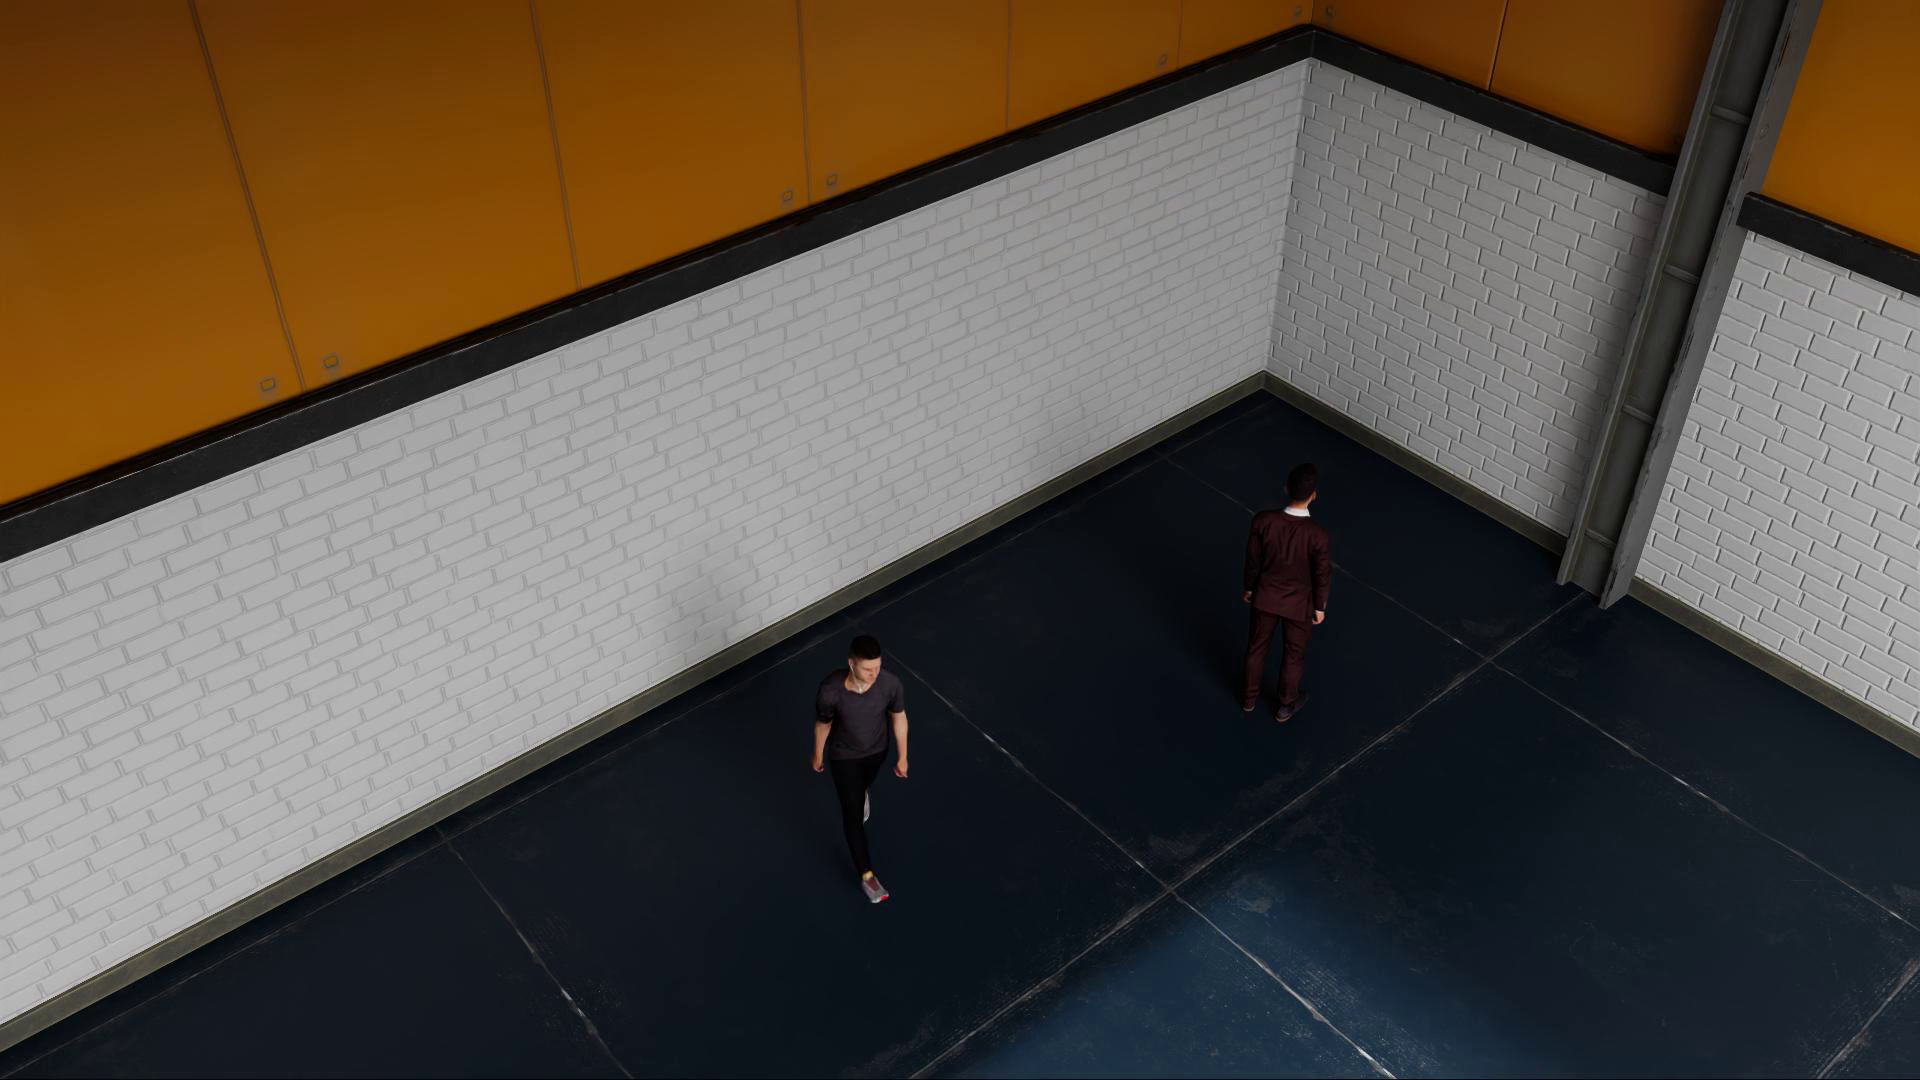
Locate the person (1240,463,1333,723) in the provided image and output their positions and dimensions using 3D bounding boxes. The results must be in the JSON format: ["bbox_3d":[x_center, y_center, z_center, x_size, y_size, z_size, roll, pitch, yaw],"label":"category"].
[{"bbox_3d":[1.969,0.340,10.079,0.683,1.865,0.827,18,42,21],"label":"person"}]

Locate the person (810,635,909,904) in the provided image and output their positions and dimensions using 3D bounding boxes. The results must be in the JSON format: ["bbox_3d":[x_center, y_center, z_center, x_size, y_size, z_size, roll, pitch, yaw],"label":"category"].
[{"bbox_3d":[-0.575,1.101,9.251,0.989,1.710,1.285,-8,39,-9],"label":"person"}]
